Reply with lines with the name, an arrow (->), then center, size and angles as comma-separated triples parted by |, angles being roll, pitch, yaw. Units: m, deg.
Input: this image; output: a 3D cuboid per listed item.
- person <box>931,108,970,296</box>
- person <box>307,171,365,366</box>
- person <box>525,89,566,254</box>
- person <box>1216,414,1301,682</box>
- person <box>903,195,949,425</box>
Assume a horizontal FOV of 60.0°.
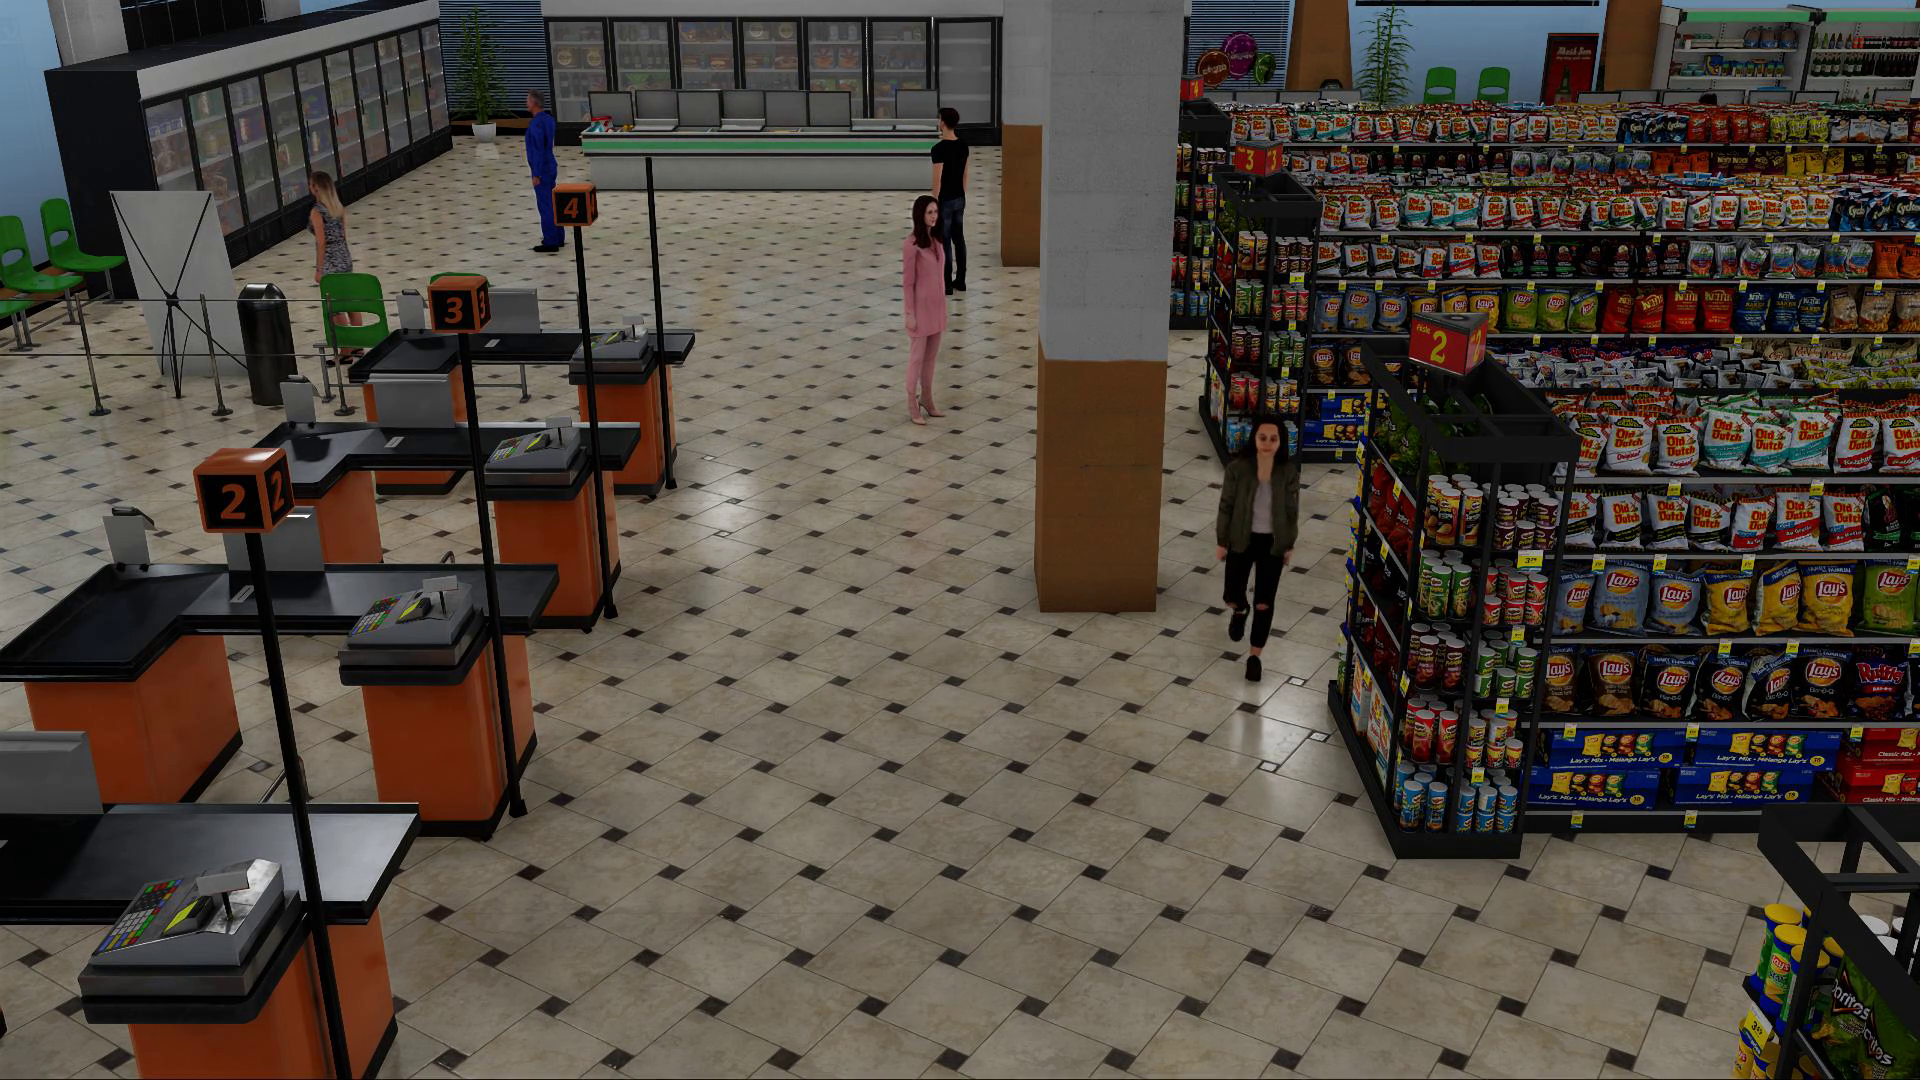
person -> -0.106, -3.510, 17.231 | 0.814, 1.897, 0.761 | 19, 29, 40
person -> -5.545, -2.420, 14.776 | 0.590, 1.705, 0.620 | 7, 23, 16
person -> -4.802, -4.271, 19.216 | 0.549, 1.829, 0.723 | 1, 22, 3
person -> 1.611, 0.007, 9.053 | 0.776, 1.468, 0.736 | 4, 22, 10
person -> -0.280, -1.828, 13.172 | 0.721, 1.802, 0.693 | 16, 27, 35
